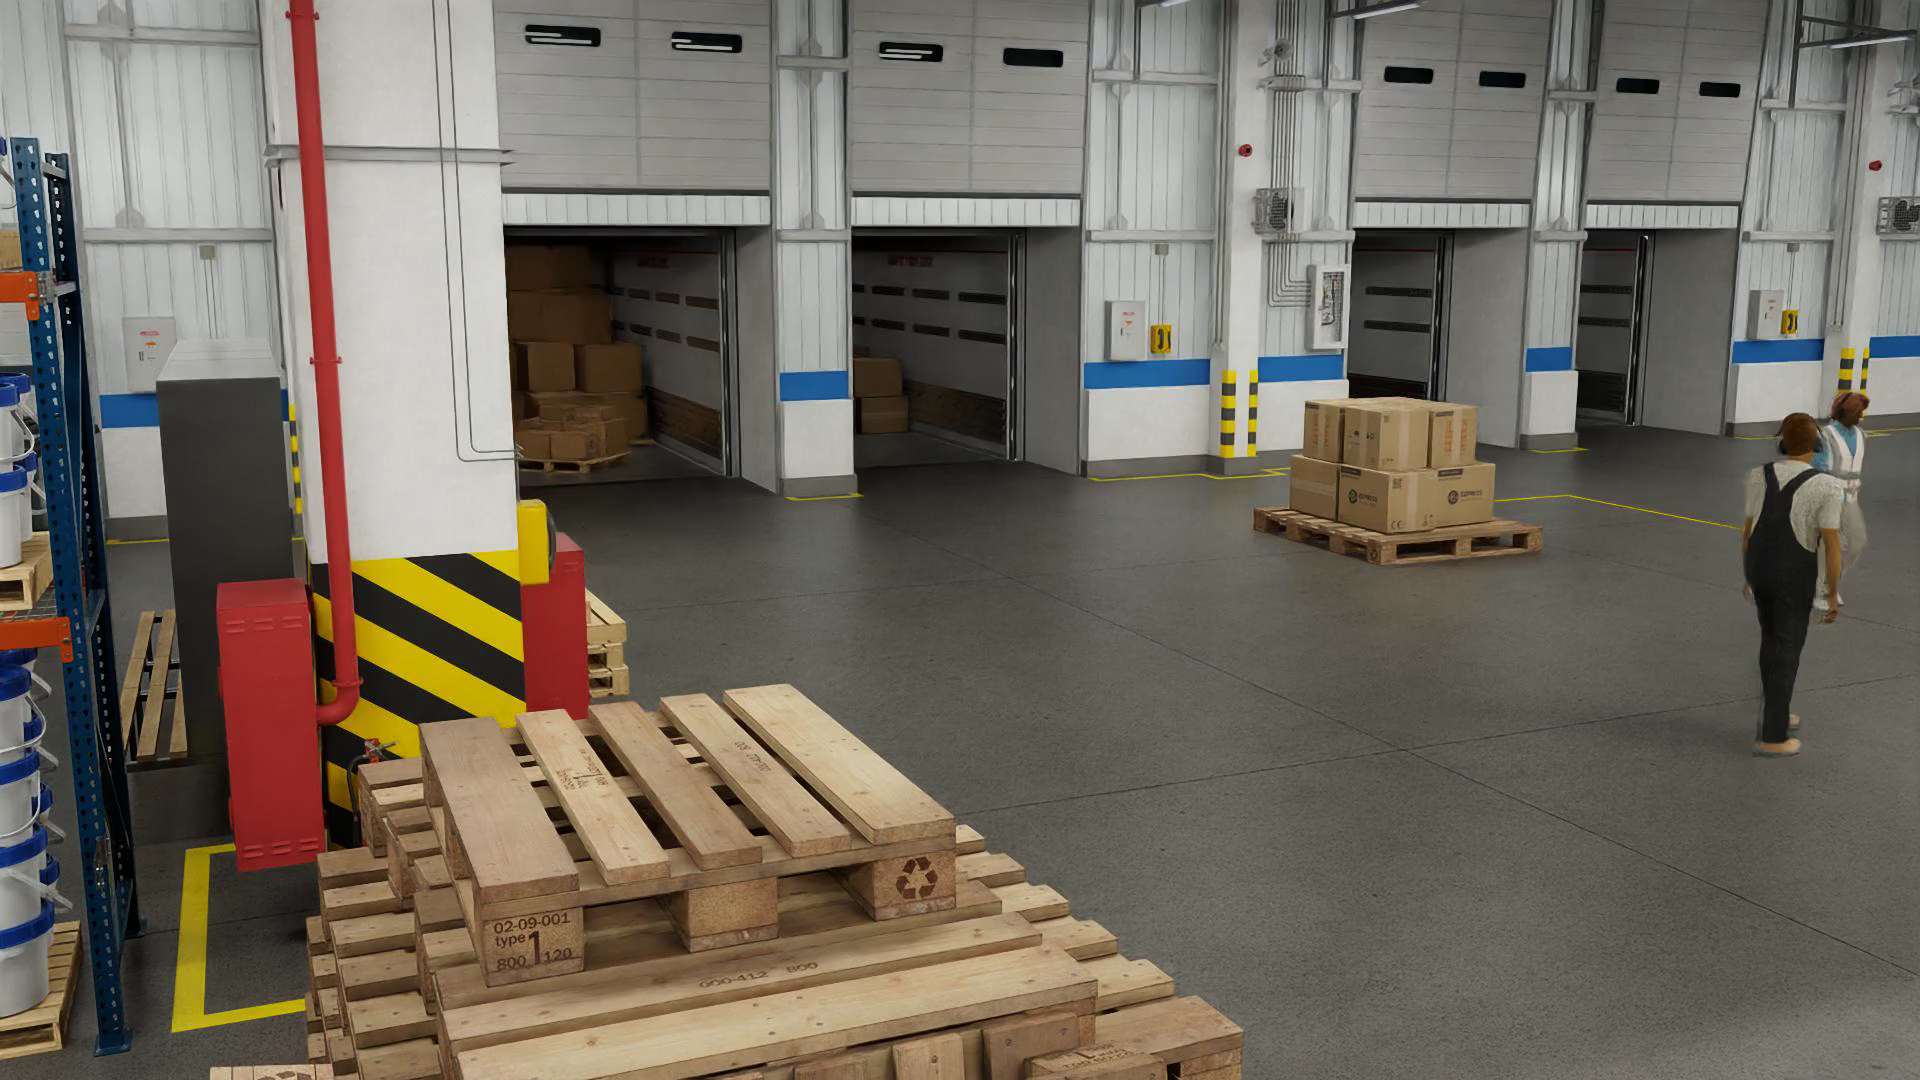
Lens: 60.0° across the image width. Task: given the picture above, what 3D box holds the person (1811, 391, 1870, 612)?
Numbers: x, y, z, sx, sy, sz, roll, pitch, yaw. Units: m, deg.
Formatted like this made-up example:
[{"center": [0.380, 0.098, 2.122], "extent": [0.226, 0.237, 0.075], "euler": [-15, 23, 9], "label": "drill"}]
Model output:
[{"center": [6.409, -0.276, 12.166], "extent": [0.510, 1.623, 0.373], "euler": [-3, 11, -18], "label": "person"}]

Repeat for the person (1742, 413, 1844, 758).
[{"center": [4.445, 0.228, 8.901], "extent": [0.740, 1.800, 0.574], "euler": [-8, 13, -38], "label": "person"}]
